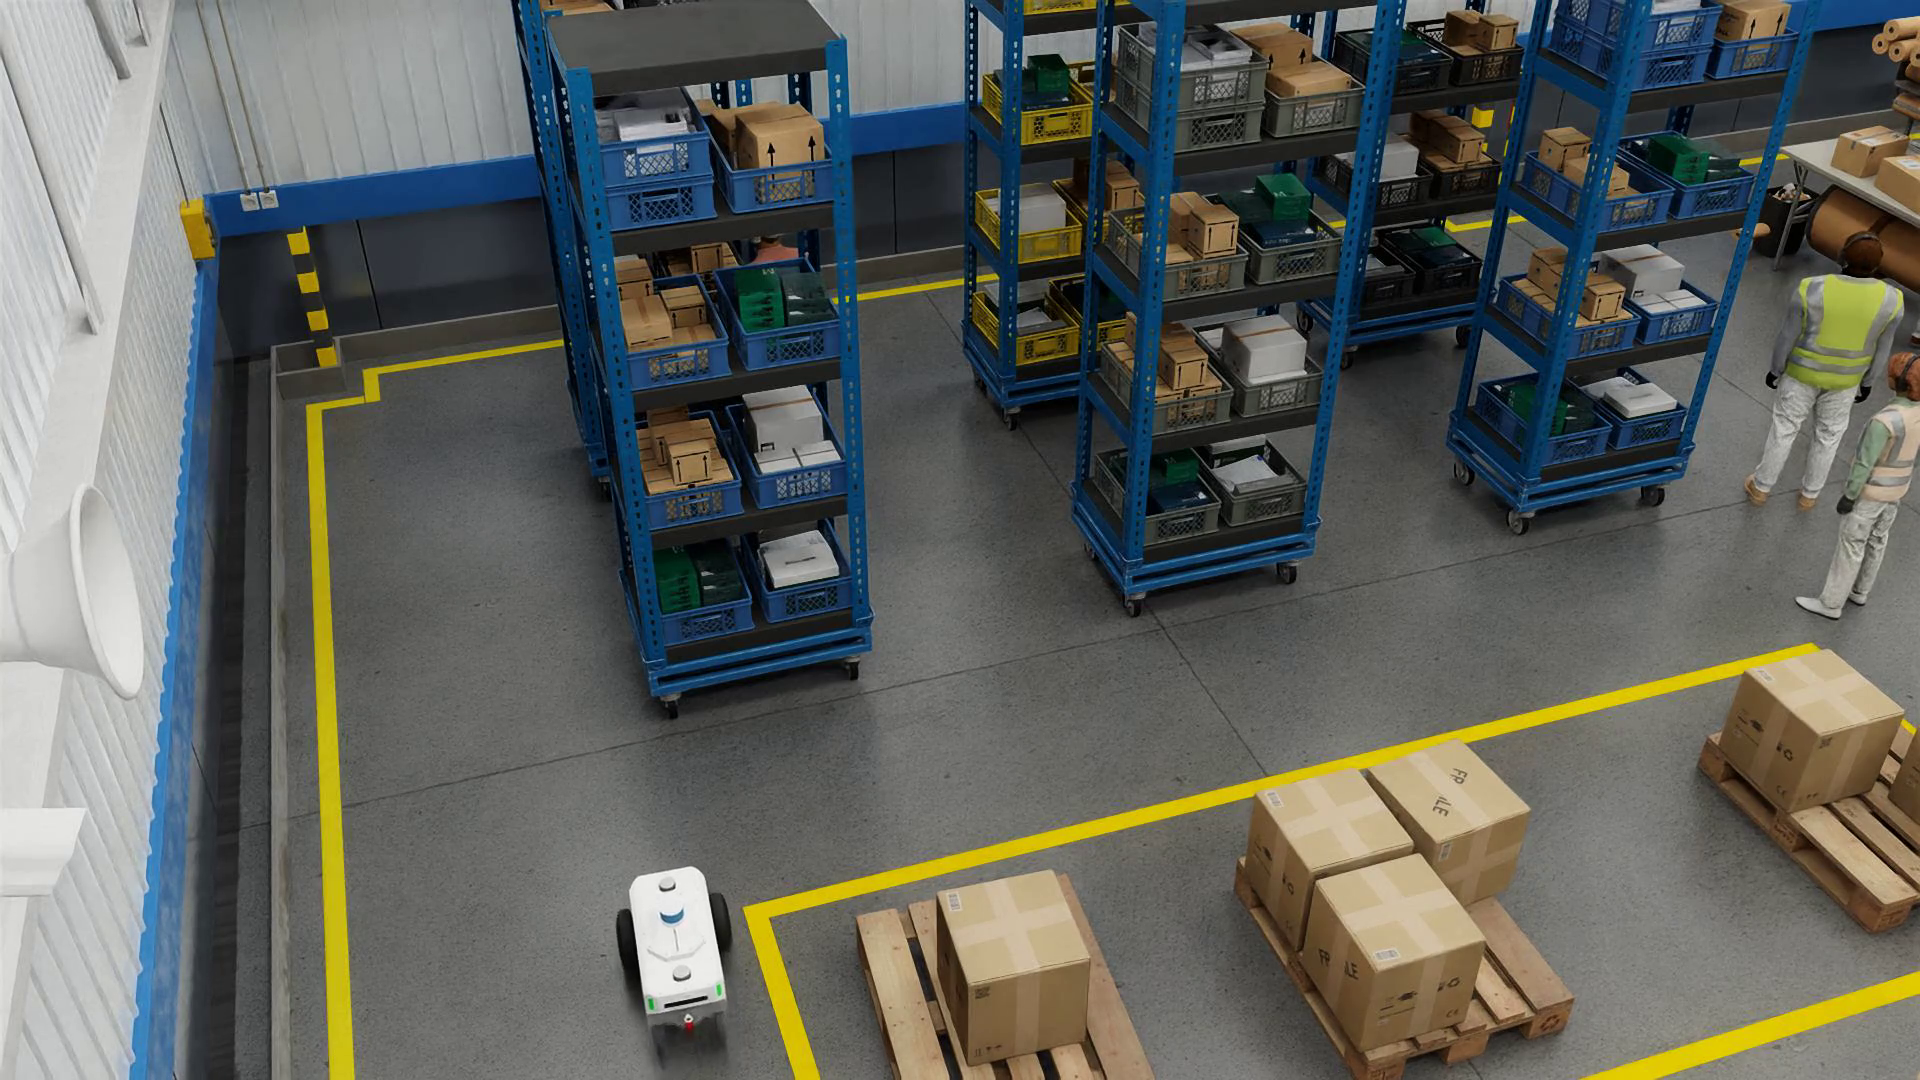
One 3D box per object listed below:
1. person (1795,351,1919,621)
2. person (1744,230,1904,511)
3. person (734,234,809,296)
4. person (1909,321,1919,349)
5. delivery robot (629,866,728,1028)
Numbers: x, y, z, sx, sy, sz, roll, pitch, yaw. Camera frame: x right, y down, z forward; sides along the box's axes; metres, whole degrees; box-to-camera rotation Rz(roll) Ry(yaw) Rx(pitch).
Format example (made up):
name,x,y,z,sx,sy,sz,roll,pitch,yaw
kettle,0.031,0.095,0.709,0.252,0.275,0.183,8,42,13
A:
name,x,y,z,sx,sy,sz,roll,pitch,yaw
person,5.101,-0.292,9.274,0.520,1.632,0.315,-21,40,-27
person,5.247,-1.018,10.120,0.628,1.846,0.429,10,36,14
person,-1.140,-1.172,10.223,0.413,1.982,0.623,29,45,35
person,7.134,-2.126,11.619,0.368,1.931,0.629,4,35,6
delivery robot,-1.230,1.757,7.218,0.477,0.478,0.707,-9,36,-12
